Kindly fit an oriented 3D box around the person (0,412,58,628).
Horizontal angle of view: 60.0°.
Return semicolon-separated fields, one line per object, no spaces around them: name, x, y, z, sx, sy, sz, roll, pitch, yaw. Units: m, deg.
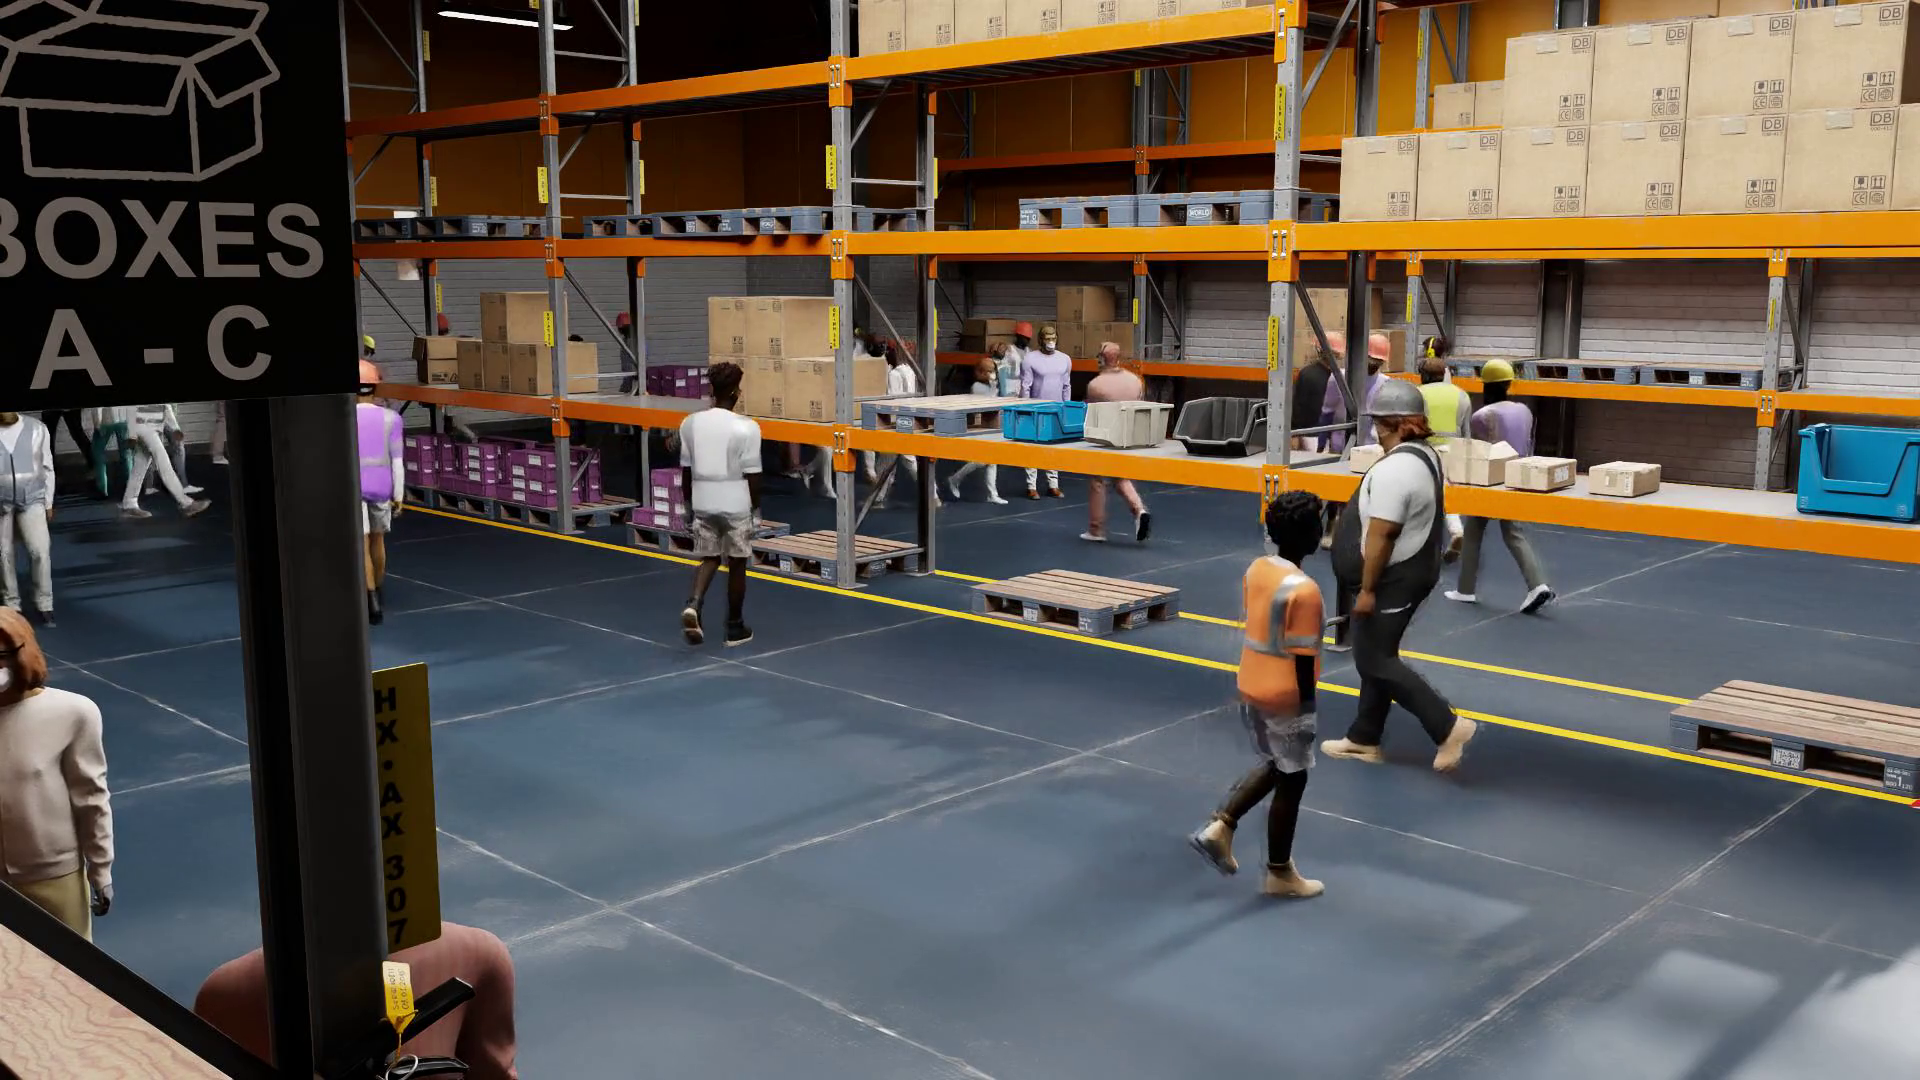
person;-6.697;-0.252;11.761;0.590;1.807;0.692;-7;11;-35

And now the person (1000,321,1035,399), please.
person;0.679;-2.035;22.566;0.559;1.876;0.972;-9;13;-43

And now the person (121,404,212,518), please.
person;-8.206;-1.128;17.042;0.978;1.830;0.578;-1;9;-5

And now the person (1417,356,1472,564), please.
person;4.123;-0.676;14.394;0.669;1.810;0.736;-1;9;-8

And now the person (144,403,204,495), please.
person;-9.033;-1.310;18.909;0.514;1.595;0.568;8;12;39

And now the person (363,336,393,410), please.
person;-7.403;-1.690;20.837;0.532;1.731;0.821;-1;9;-5

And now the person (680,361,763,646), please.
person;-1.612;-0.220;11.145;0.633;1.946;0.608;3;10;20

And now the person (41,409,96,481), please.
person;-10.655;-1.619;19.759;0.614;1.946;0.980;1;9;5

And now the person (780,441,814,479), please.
person;-2.017;-1.707;20.402;0.399;1.903;0.644;-4;10;-23

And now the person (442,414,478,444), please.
person;-6.950;-1.937;22.685;0.718;1.610;0.518;-2;10;-13

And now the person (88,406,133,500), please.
person;-9.383;-1.295;18.341;0.606;1.746;0.532;6;11;31

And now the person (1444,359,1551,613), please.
person;4.058;-0.410;12.459;0.592;1.897;0.915;-4;10;-25

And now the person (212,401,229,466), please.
person;-9.431;-1.919;21.811;0.665;1.856;0.972;6;11;34

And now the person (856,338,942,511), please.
person;-0.621;-1.208;17.555;0.965;1.840;0.587;2;10;13

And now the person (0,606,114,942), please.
person;-2.703;0.979;4.782;0.498;1.625;0.280;-3;10;-19

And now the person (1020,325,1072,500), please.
person;0.958;-1.414;18.493;0.635;1.937;0.354;-4;10;-24

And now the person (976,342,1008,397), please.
person;0.364;-1.816;21.970;0.323;1.610;0.673;-8;12;-39

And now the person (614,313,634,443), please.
person;-4.853;-2.373;24.423;0.433;1.917;0.559;-8;12;-39

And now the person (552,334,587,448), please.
person;-5.360;-1.990;22.865;0.530;1.668;0.763;2;9;10

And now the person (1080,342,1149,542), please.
person;1.428;-0.894;15.454;0.652;1.889;0.709;-6;11;-31

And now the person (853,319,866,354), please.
person;-1.623;-2.321;24.387;0.564;1.835;0.543;1;9;6

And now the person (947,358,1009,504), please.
person;0.195;-1.184;18.091;0.591;1.612;0.508;5;10;28

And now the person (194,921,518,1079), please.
person;-0.999;1.225;2.842;0.527;1.767;0.331;-4;10;-24

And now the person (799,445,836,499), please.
person;-1.578;-1.278;18.633;0.583;1.626;0.525;6;11;31

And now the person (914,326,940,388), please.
person;-0.466;-2.186;23.276;0.370;1.924;0.586;0;9;-1

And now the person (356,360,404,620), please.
person;-4.379;-0.372;12.265;0.560;1.896;0.972;-5;10;-26

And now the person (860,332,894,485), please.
person;-0.974;-1.539;19.623;0.497;1.822;0.644;7;12;37

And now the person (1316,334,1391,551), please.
person;3.513;-0.827;14.739;0.664;1.991;0.679;1;9;7

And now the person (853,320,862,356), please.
person;-1.509;-2.133;23.096;0.599;1.868;1.003;-7;12;-39

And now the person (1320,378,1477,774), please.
person;2.236;0.182;8.398;0.759;2.000;0.687;5;10;28

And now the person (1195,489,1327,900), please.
person;1.262;0.632;6.704;0.426;1.684;0.546;-2;10;-14

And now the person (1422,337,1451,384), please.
person;4.987;-1.236;17.744;0.944;1.823;0.550;7;12;38

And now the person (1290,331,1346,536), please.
person;3.423;-1.002;15.858;0.653;1.970;0.466;-9;13;-43

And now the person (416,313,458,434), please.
person;-6.849;-2.003;21.922;0.596;2.002;0.982;-4;10;-24
